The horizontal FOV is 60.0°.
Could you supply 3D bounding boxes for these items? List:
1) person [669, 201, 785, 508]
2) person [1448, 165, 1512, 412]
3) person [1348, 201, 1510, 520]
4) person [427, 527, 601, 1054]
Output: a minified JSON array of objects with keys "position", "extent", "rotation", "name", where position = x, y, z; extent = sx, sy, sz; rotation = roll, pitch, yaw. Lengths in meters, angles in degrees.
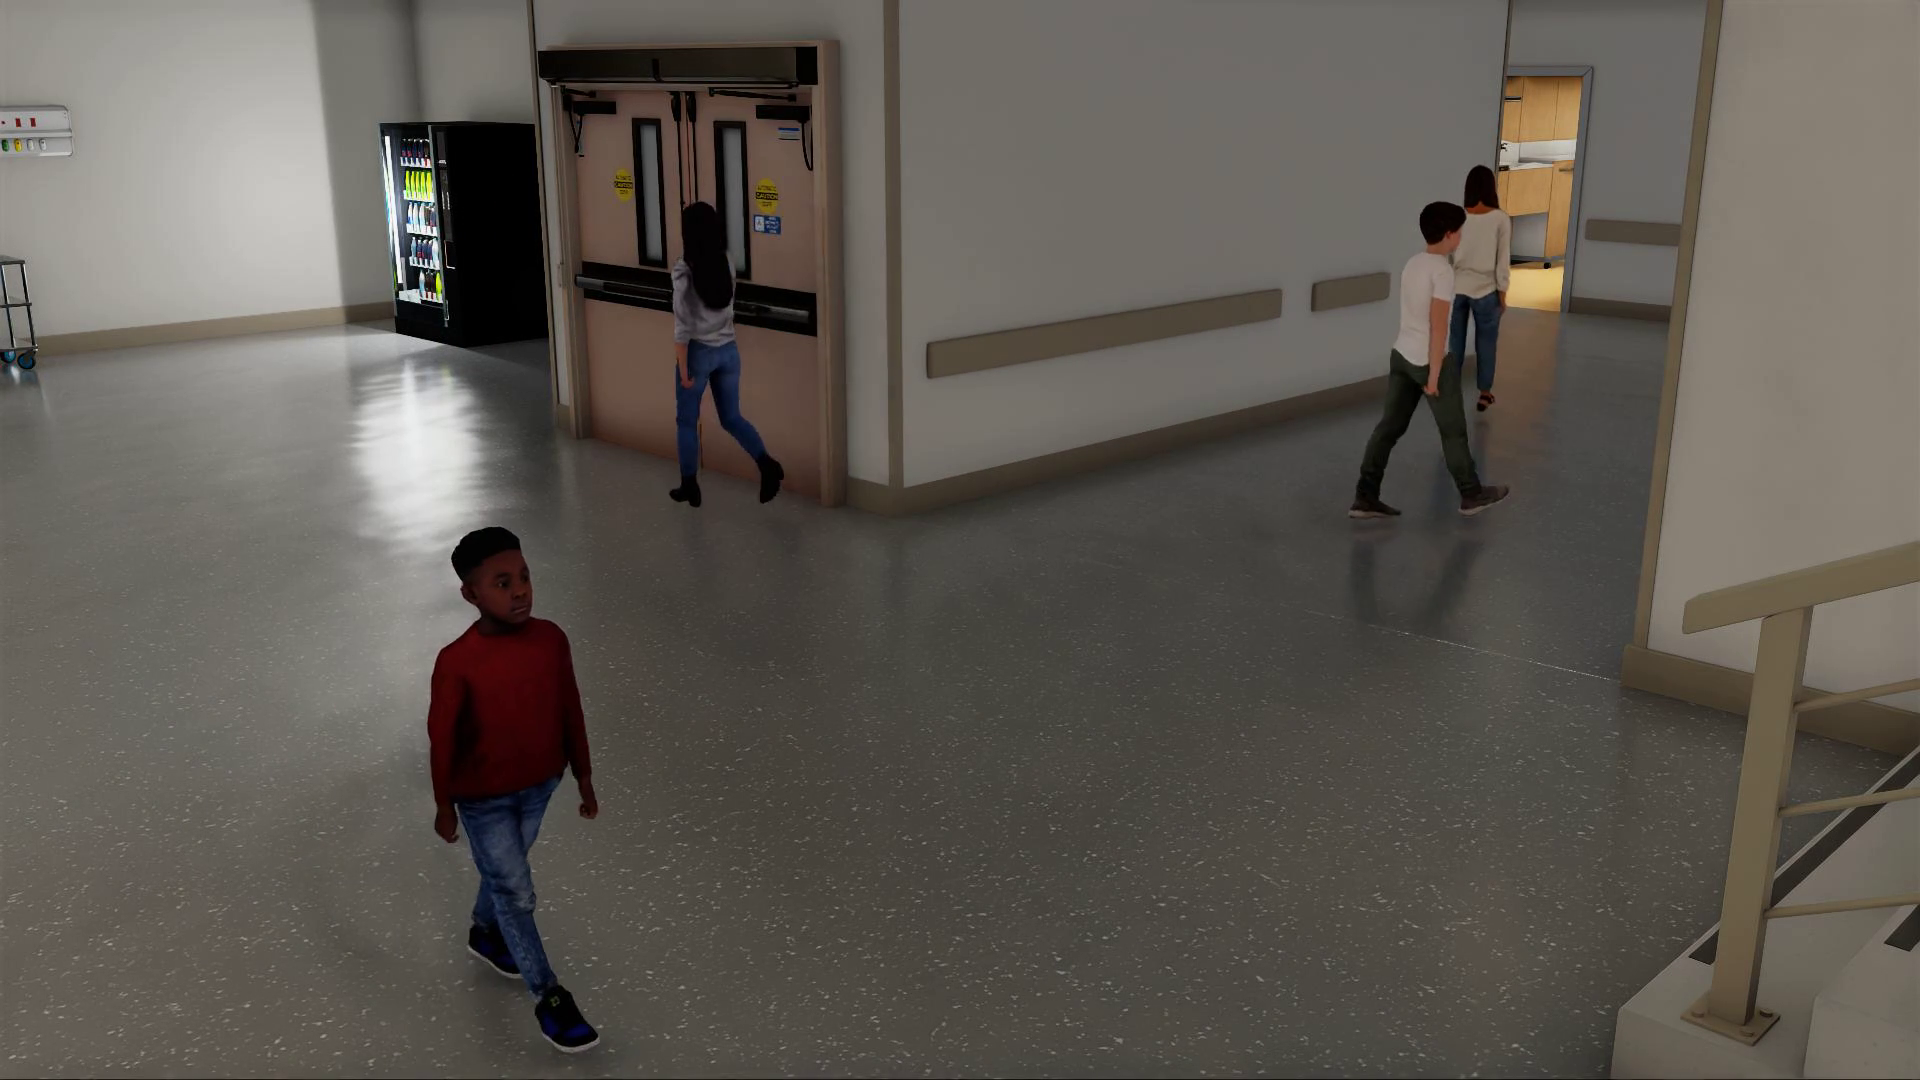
[{"position":[-1.233,-0.919,8.634],"extent":[1.002,1.604,0.637],"rotation":[12,20,37],"name":"person"},{"position":[3.332,-1.589,10.905],"extent":[0.895,1.663,0.848],"rotation":[8,18,28],"name":"person"},{"position":[2.262,-0.859,8.415],"extent":[0.960,1.610,1.103],"rotation":[-5,17,-17],"name":"person"},{"position":[-1.134,0.576,4.042],"extent":[0.876,1.220,0.530],"rotation":[14,21,40],"name":"person"}]
